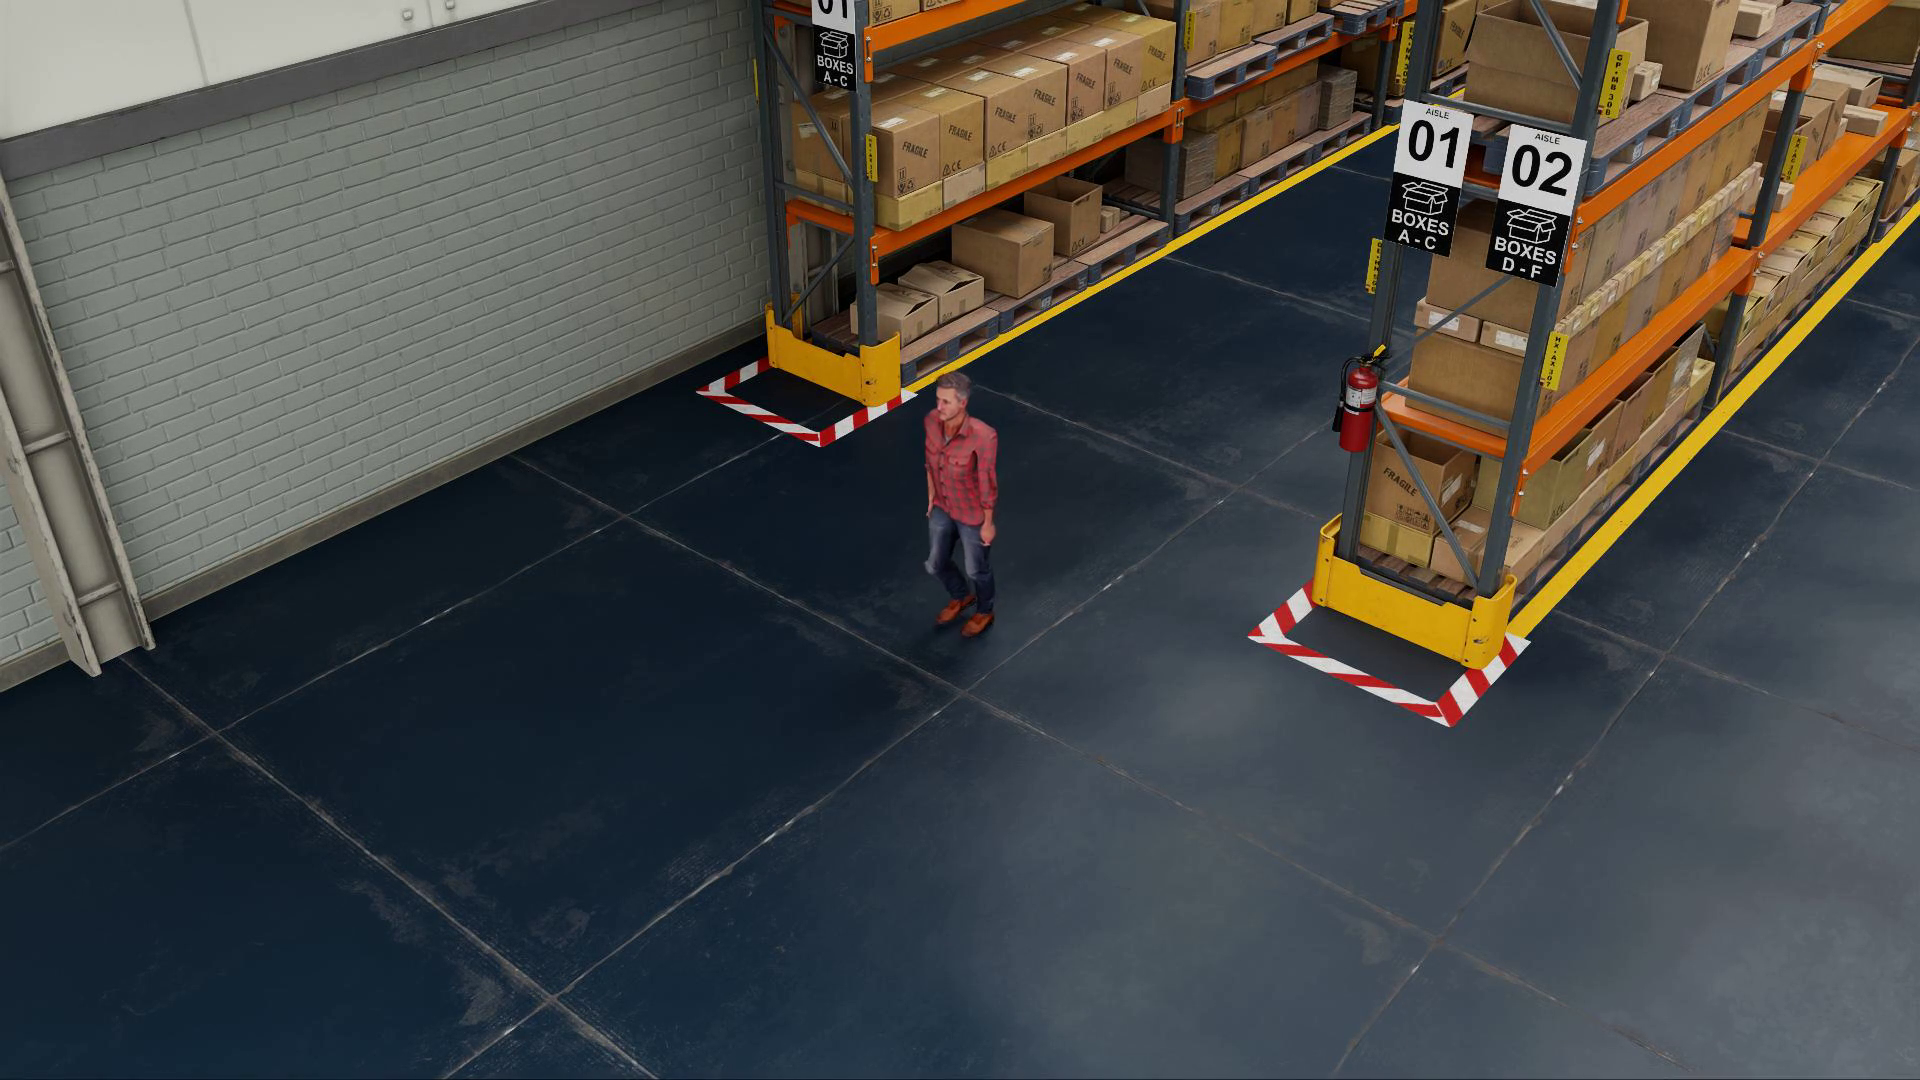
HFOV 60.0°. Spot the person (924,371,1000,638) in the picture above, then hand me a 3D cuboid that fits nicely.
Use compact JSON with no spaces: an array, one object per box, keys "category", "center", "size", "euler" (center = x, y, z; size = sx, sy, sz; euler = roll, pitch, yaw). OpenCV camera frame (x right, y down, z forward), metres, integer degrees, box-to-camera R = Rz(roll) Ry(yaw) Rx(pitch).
[{"category":"person","center":[0.042,-0.193,9.689],"size":[0.695,1.801,0.673],"euler":[24,40,32]}]
